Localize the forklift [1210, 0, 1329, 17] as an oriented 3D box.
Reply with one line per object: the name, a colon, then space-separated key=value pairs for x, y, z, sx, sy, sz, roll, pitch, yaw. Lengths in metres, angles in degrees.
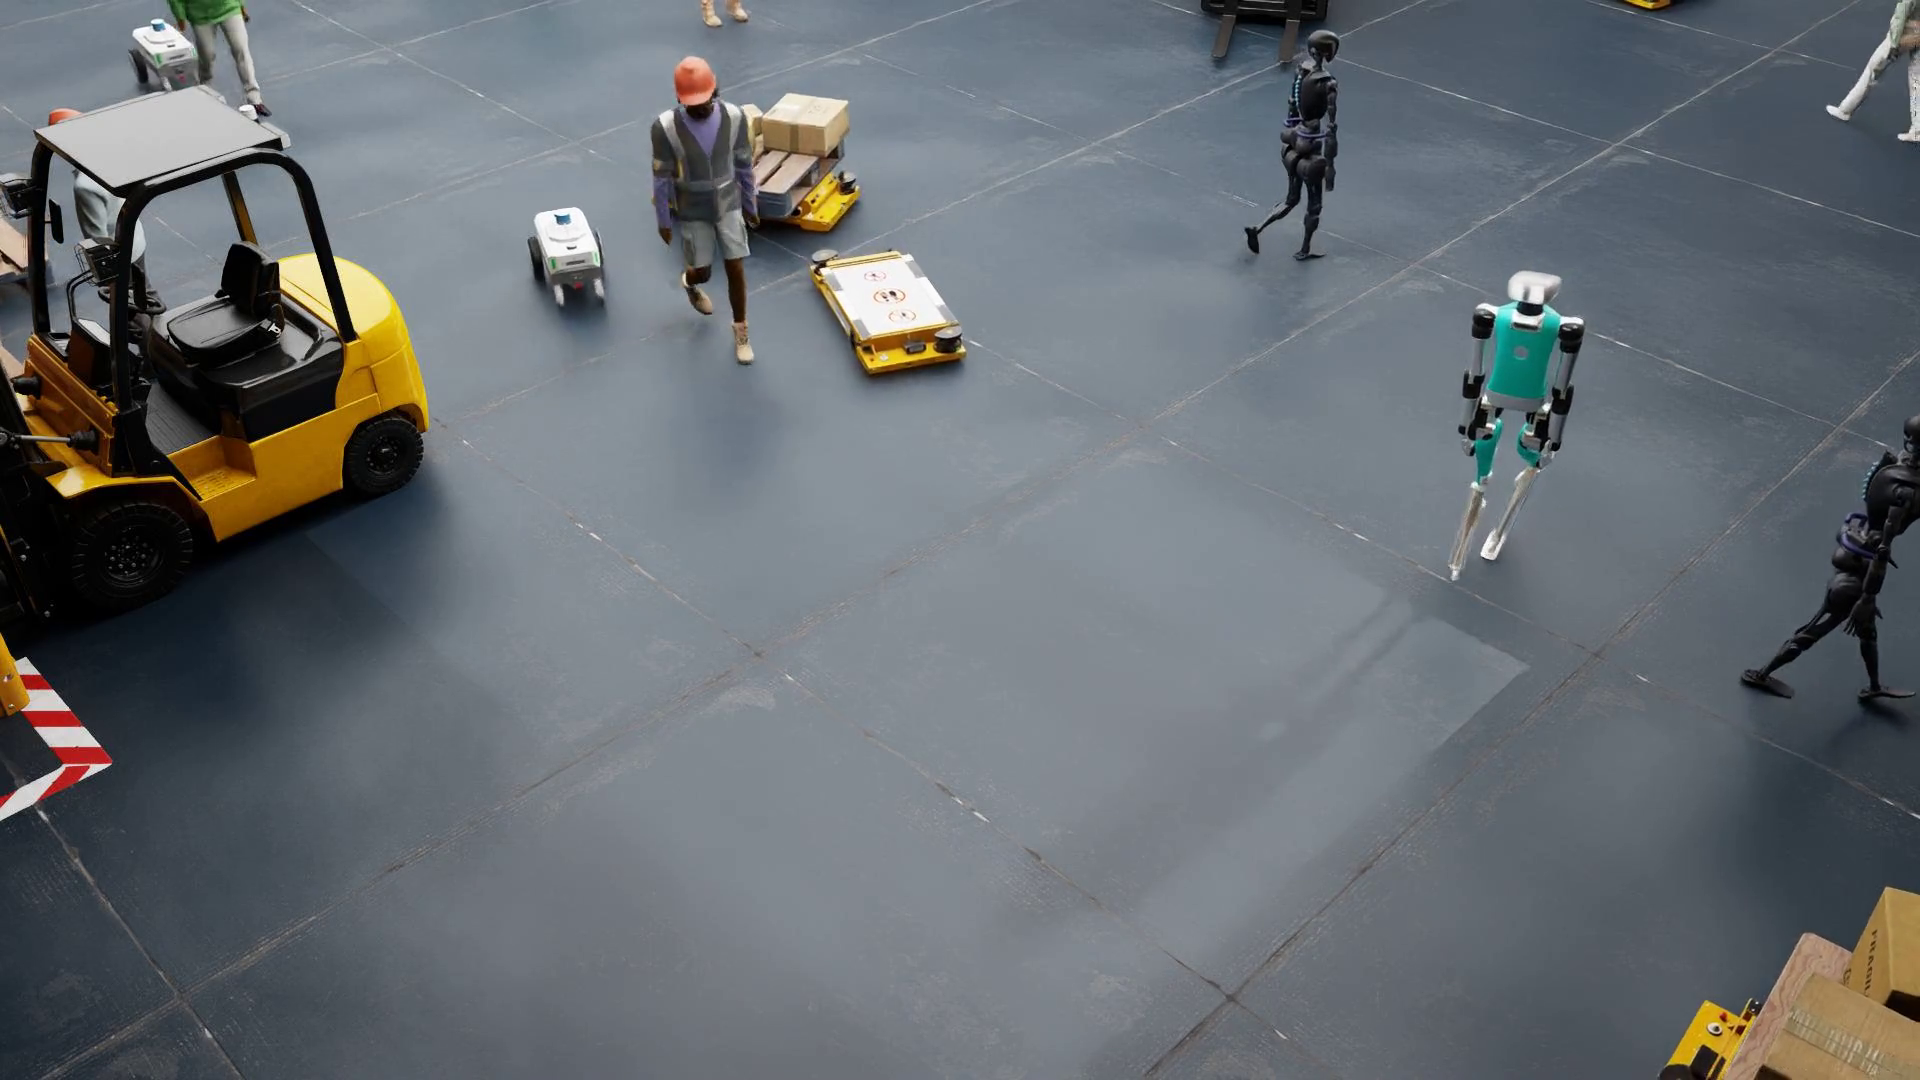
forklift: x=3.106 y=-6.400 z=15.960 sx=1.214 sy=2.155 sz=2.313 roll=8 pitch=37 yaw=10

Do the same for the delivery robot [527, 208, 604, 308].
delivery robot: x=-2.693 y=-1.984 z=11.428 sx=0.499 sy=0.612 sz=0.810 roll=-12 pitch=39 yaw=-16

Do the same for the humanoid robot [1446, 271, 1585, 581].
humanoid robot: x=2.855 y=-0.619 z=8.617 sx=0.562 sy=1.809 sz=0.793 roll=15 pitch=39 yaw=19

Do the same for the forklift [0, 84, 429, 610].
forklift: x=-4.145 y=-1.093 z=8.856 sx=2.313 sy=2.155 sz=1.214 roll=-31 pitch=47 yaw=-34

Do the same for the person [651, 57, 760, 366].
person: x=-1.597 y=-2.106 z=10.372 sx=0.652 sy=2.005 sz=0.731 roll=-15 pitch=39 yaw=-20

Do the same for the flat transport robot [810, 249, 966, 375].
flat transport robot: x=-0.501 y=-1.565 z=11.091 sx=0.659 sy=0.231 sz=1.431 roll=-12 pitch=38 yaw=-15

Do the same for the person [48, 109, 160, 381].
person: x=-5.185 y=-1.799 z=10.176 sx=0.352 sy=1.740 sz=0.571 roll=-4 pitch=37 yaw=-6

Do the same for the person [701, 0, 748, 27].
person: x=-2.243 y=-5.578 z=15.229 sx=0.537 sy=1.755 sz=0.481 roll=-27 pitch=45 yaw=-32

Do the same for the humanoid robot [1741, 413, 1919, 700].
humanoid robot: x=4.232 y=0.126 z=7.675 sx=0.755 sy=1.628 sz=0.596 roll=18 pitch=40 yaw=22

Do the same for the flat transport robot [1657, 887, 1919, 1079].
flat transport robot: x=3.290 y=2.232 z=6.009 sx=1.431 sy=0.231 sz=0.659 roll=27 pitch=44 yaw=31

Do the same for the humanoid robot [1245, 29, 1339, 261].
humanoid robot: x=2.333 y=-2.681 z=11.416 sx=0.589 sy=1.637 sz=0.609 roll=-13 pitch=39 yaw=-16

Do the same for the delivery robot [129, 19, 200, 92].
delivery robot: x=-6.854 y=-4.194 z=14.370 sx=0.499 sy=0.592 sz=0.796 roll=-25 pitch=43 yaw=-29

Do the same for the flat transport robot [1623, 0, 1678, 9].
flat transport robot: x=6.981 y=-5.542 z=16.415 sx=1.431 sy=0.231 sz=0.659 roll=-25 pitch=43 yaw=-29

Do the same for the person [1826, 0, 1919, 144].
person: x=7.559 y=-3.995 z=13.235 sx=0.512 sy=1.588 sz=0.876 roll=-12 pitch=38 yaw=-15

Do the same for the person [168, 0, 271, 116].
person: x=-6.152 y=-4.371 z=13.614 sx=0.575 sy=1.759 sz=0.701 roll=-24 pitch=43 yaw=-29

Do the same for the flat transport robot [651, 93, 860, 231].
flat transport robot: x=-1.539 y=-2.626 z=12.511 sx=1.431 sy=0.231 sz=0.659 roll=11 pitch=38 yaw=15
